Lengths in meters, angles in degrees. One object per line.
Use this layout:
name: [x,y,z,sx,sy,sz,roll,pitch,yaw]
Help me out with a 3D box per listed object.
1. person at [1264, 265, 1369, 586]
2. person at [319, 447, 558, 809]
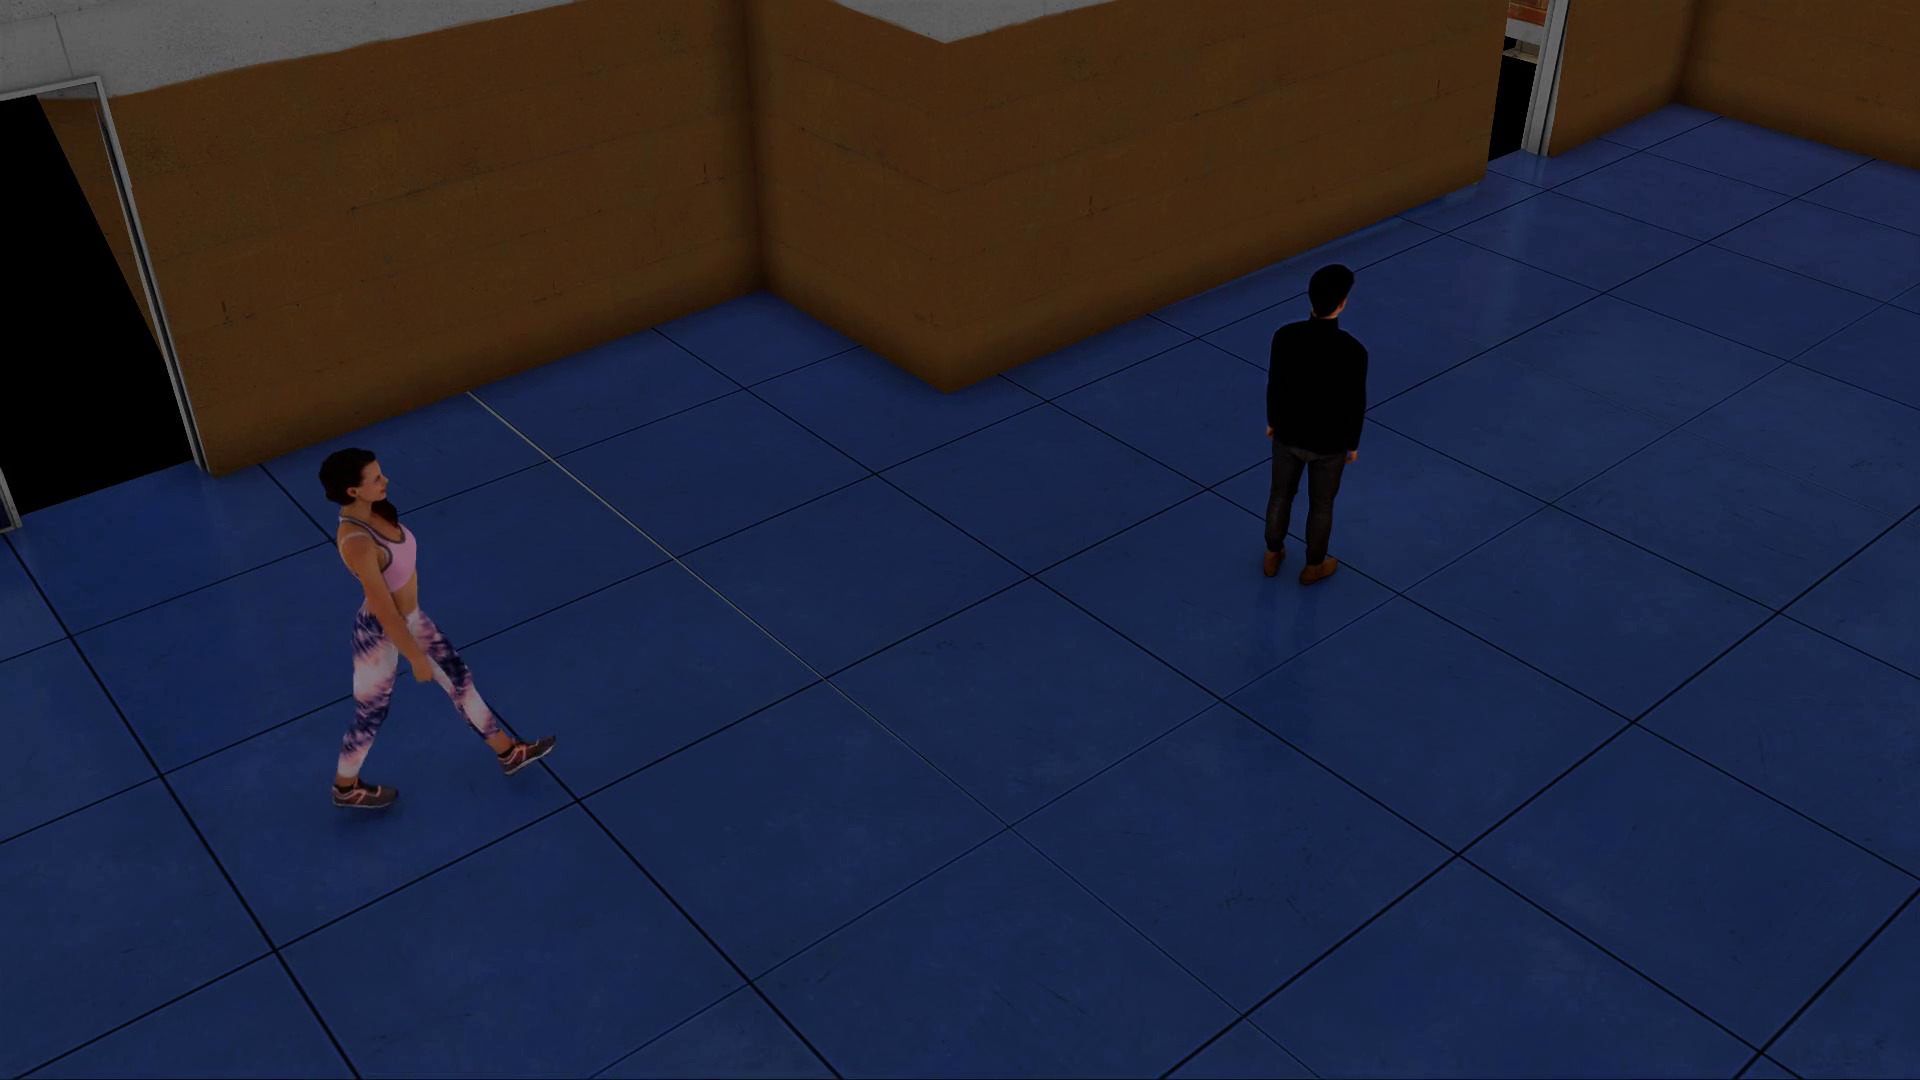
person: [1.738,-0.554,8.211,0.606,1.723,0.770,18,37,24]
person: [-2.387,0.431,6.742,1.037,1.710,1.201,-7,34,-11]
